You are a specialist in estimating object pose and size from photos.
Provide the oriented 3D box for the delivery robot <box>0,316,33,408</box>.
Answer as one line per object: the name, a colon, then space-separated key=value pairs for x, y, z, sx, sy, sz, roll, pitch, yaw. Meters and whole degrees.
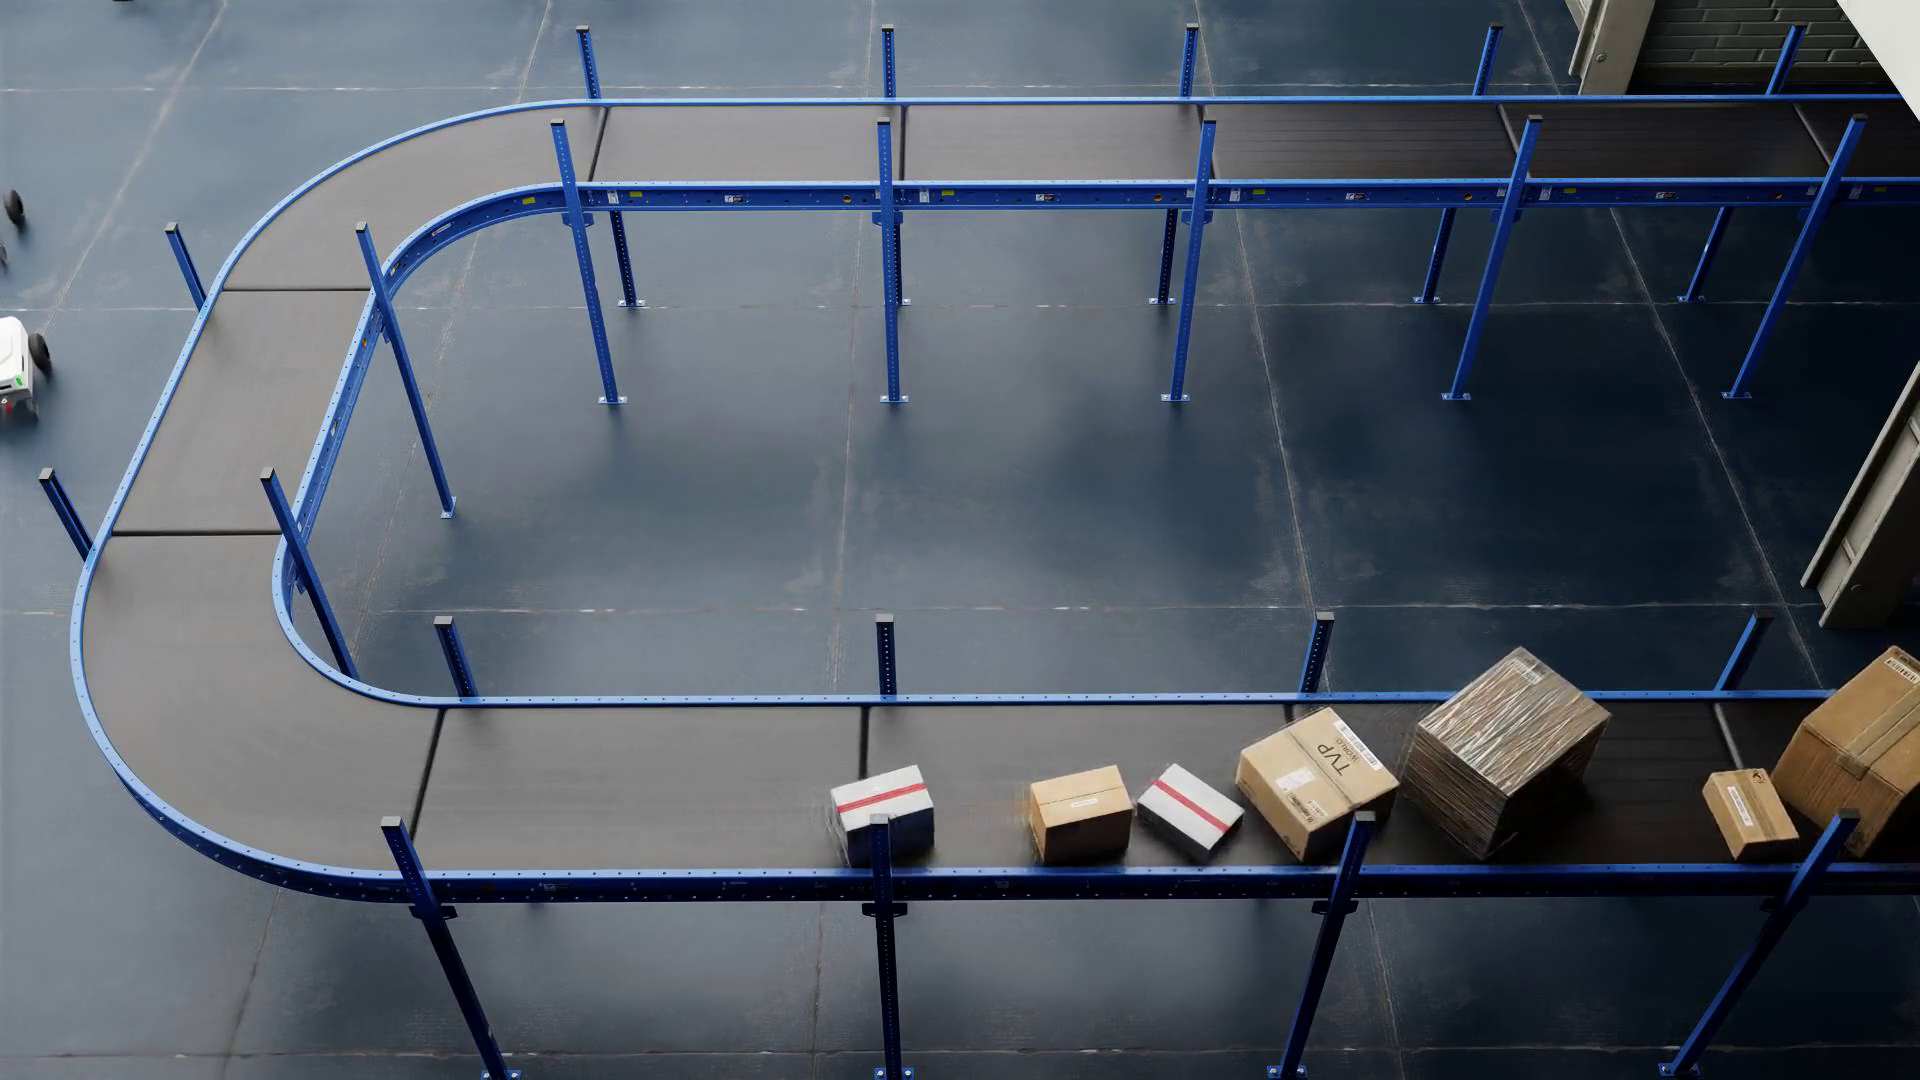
delivery robot: x=-6.721 y=-1.251 z=12.018 sx=0.477 sy=0.478 sz=0.707 roll=-15 pitch=49 yaw=-14

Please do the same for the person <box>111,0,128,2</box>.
person: x=-7.522 y=-5.719 z=15.362 sx=0.994 sy=1.832 sz=0.716 roll=-12 pitch=48 yaw=-11
